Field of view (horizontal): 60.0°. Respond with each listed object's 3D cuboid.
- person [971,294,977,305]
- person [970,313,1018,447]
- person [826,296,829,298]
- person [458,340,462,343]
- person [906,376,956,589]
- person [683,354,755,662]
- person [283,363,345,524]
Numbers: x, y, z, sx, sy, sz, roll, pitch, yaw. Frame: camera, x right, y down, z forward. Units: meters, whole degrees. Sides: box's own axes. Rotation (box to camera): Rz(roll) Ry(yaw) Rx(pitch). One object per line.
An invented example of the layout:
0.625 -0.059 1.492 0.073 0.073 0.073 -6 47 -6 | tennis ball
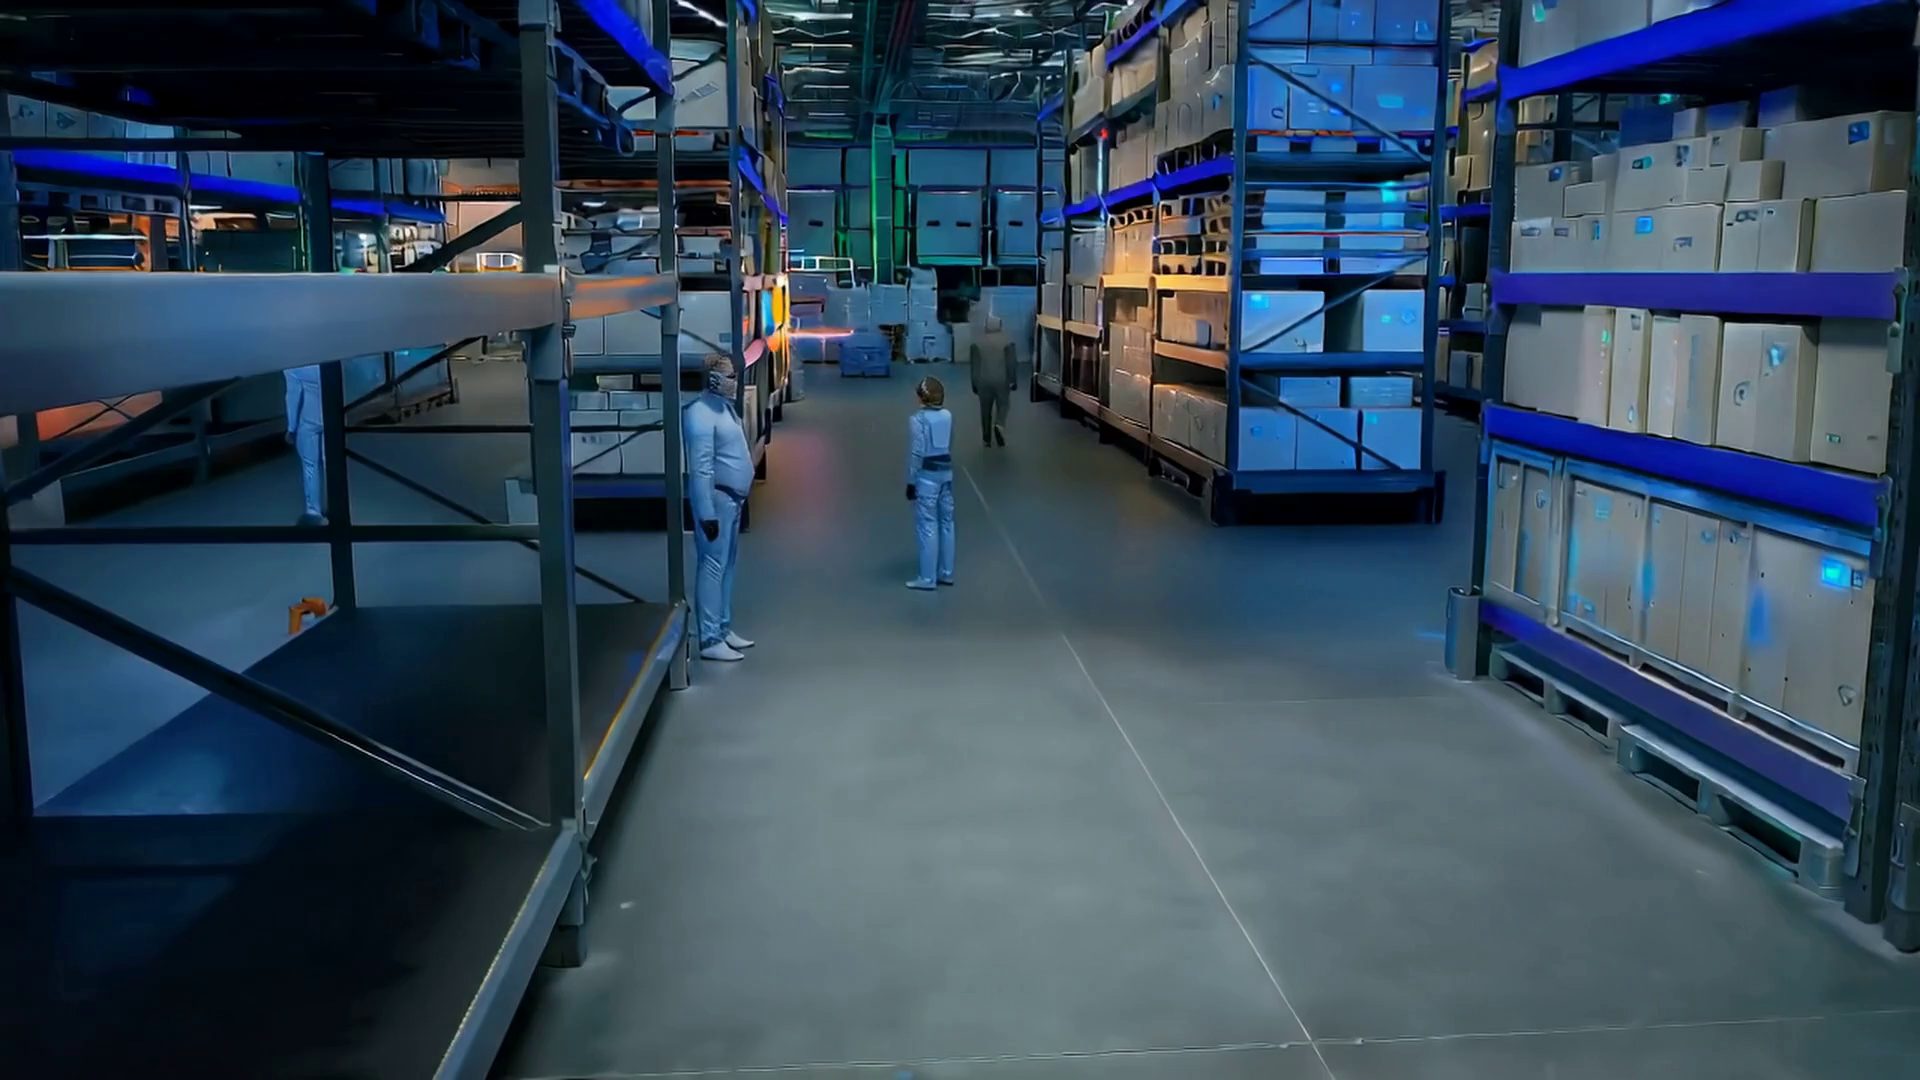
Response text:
0.575 -9.505 69.739 0.373 1.623 0.546 3 9 17 | person
0.467 -2.224 23.197 0.671 1.884 0.499 1 9 9 | person
-5.206 -9.419 68.439 0.578 1.862 0.580 -6 11 -35 | person
-17.080 -7.478 56.672 0.483 1.736 0.311 8 12 42 | person
-0.219 -0.442 12.787 0.307 1.641 0.511 6 11 35 | person
-1.497 -0.206 10.460 0.408 1.913 0.643 1 9 5 | person
-6.268 -1.130 16.168 0.364 1.939 0.636 6 11 33 | person
